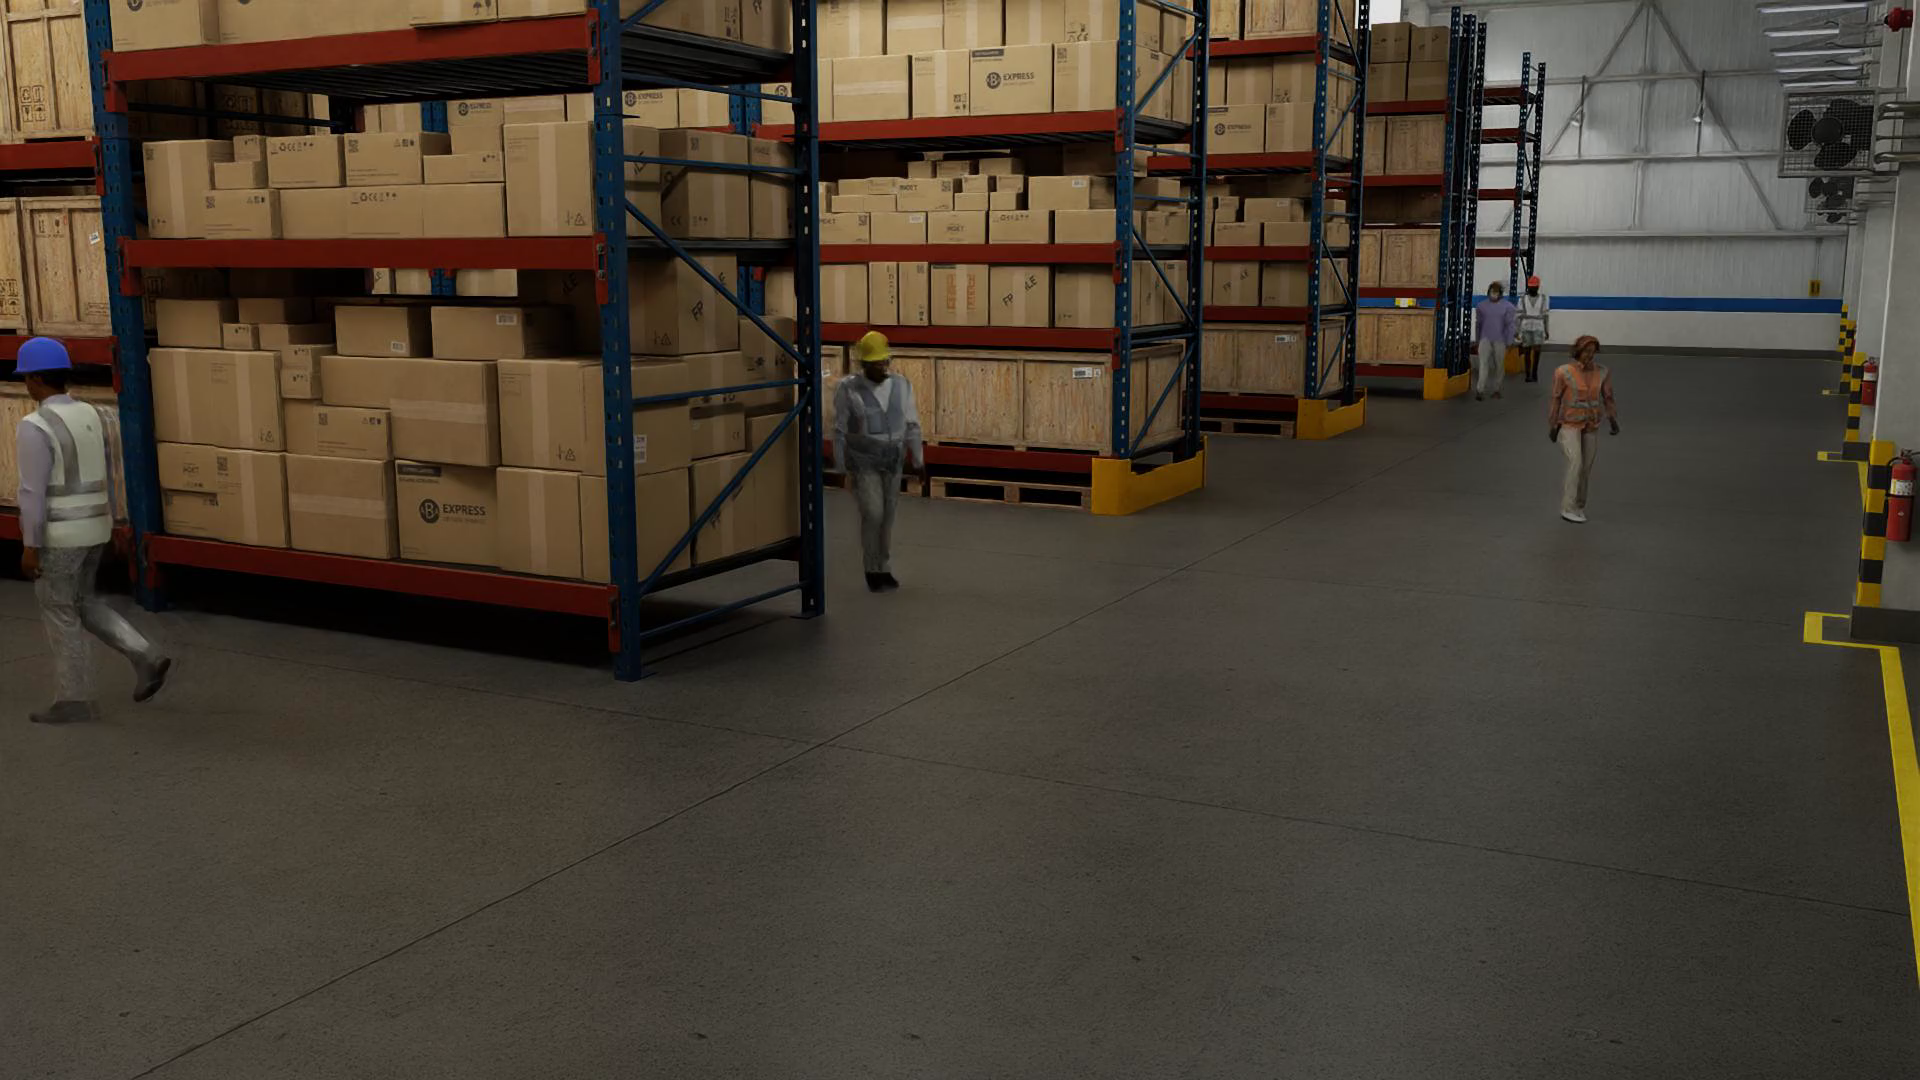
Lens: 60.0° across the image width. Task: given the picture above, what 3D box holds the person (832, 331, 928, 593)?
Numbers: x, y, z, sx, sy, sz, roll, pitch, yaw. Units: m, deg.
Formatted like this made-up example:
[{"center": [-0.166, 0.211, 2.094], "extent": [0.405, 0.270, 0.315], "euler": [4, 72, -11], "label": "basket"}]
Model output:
[{"center": [-0.548, -0.534, 11.431], "extent": [0.614, 1.802, 0.512], "euler": [-6, 11, -31], "label": "person"}]

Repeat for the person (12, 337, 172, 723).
[{"center": [-4.356, -0.038, 8.228], "extent": [0.563, 1.926, 0.612], "euler": [0, 10, 0], "label": "person"}]

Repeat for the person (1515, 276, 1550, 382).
[{"center": [10.304, -3.793, 29.976], "extent": [0.580, 1.917, 0.607], "euler": [4, 11, 23], "label": "person"}]

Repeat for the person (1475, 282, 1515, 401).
[{"center": [8.444, -3.136, 26.325], "extent": [0.637, 1.875, 1.049], "euler": [5, 11, 29], "label": "person"}]

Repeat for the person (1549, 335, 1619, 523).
[{"center": [5.419, -0.961, 14.430], "extent": [0.525, 1.617, 0.517], "euler": [-2, 10, -14], "label": "person"}]
